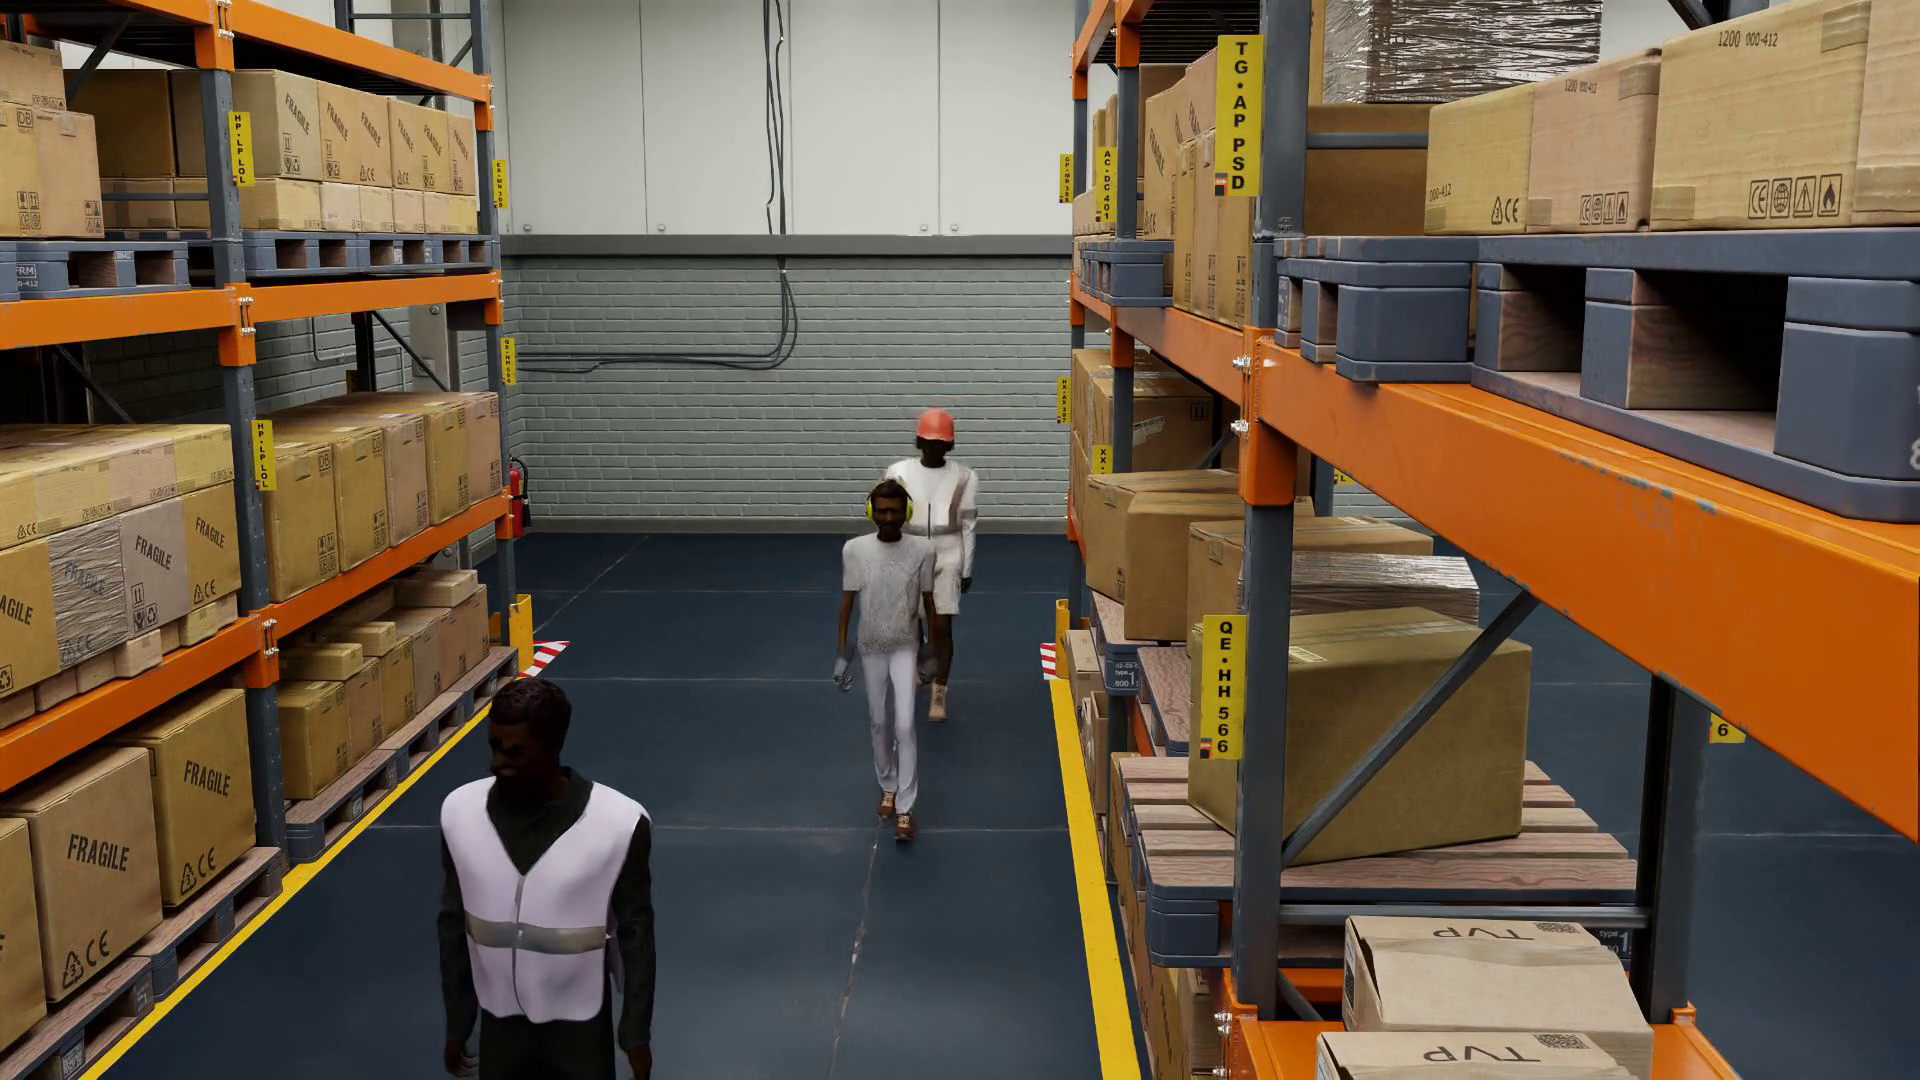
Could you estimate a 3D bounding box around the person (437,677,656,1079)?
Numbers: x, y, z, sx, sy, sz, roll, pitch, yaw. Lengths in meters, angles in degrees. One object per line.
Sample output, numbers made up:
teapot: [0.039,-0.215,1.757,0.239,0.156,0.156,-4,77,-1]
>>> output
person: [-1.113,1.290,4.514,0.588,1.915,0.398,1,10,7]

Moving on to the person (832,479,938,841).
person: [-0.392,0.615,8.554,0.515,1.837,0.878,1,10,6]

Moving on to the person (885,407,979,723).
person: [-0.181,0.126,10.782,0.612,2.019,0.723,1,10,3]
